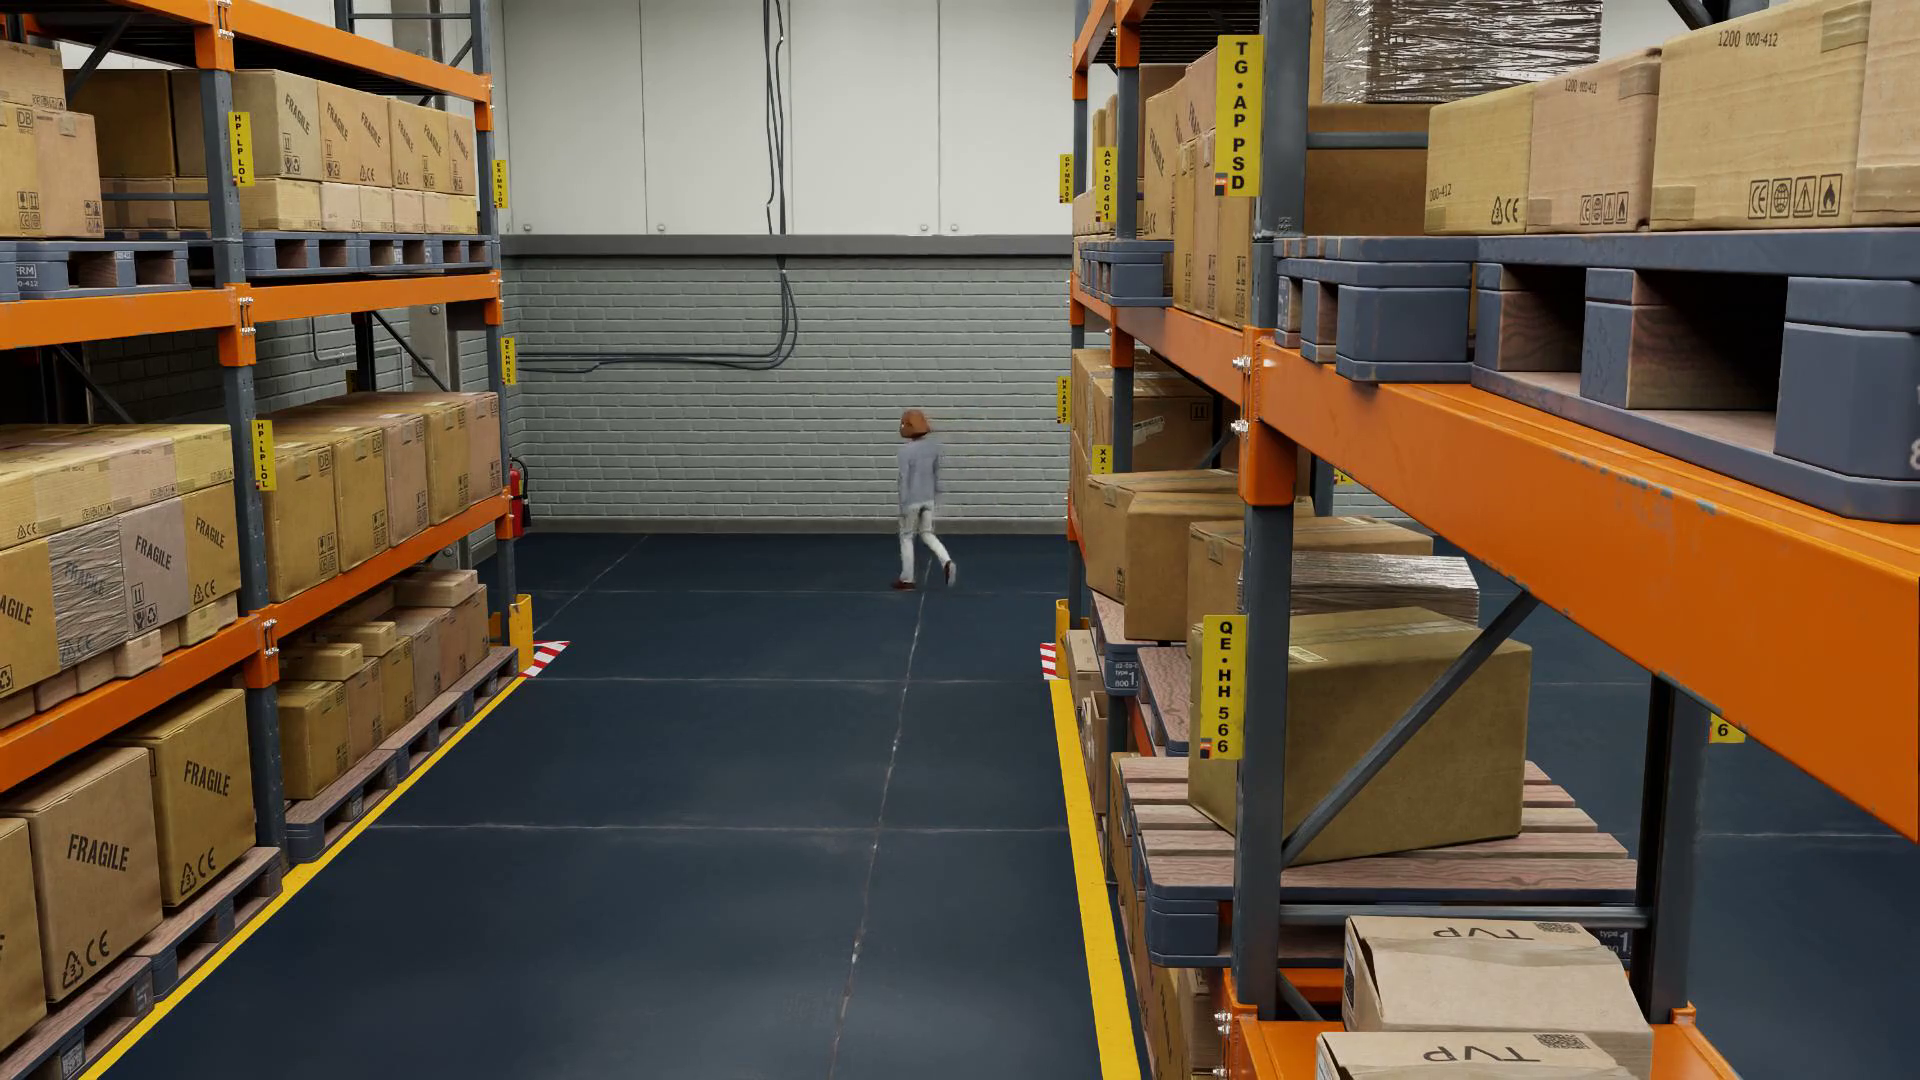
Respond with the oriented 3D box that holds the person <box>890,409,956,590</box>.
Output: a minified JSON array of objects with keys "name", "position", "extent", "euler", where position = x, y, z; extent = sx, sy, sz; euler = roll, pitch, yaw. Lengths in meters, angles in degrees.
[{"name":"person","position":[-0.332,-0.336,14.498],"extent":[0.511,1.614,0.607],"euler":[-10,14,-43]}]
